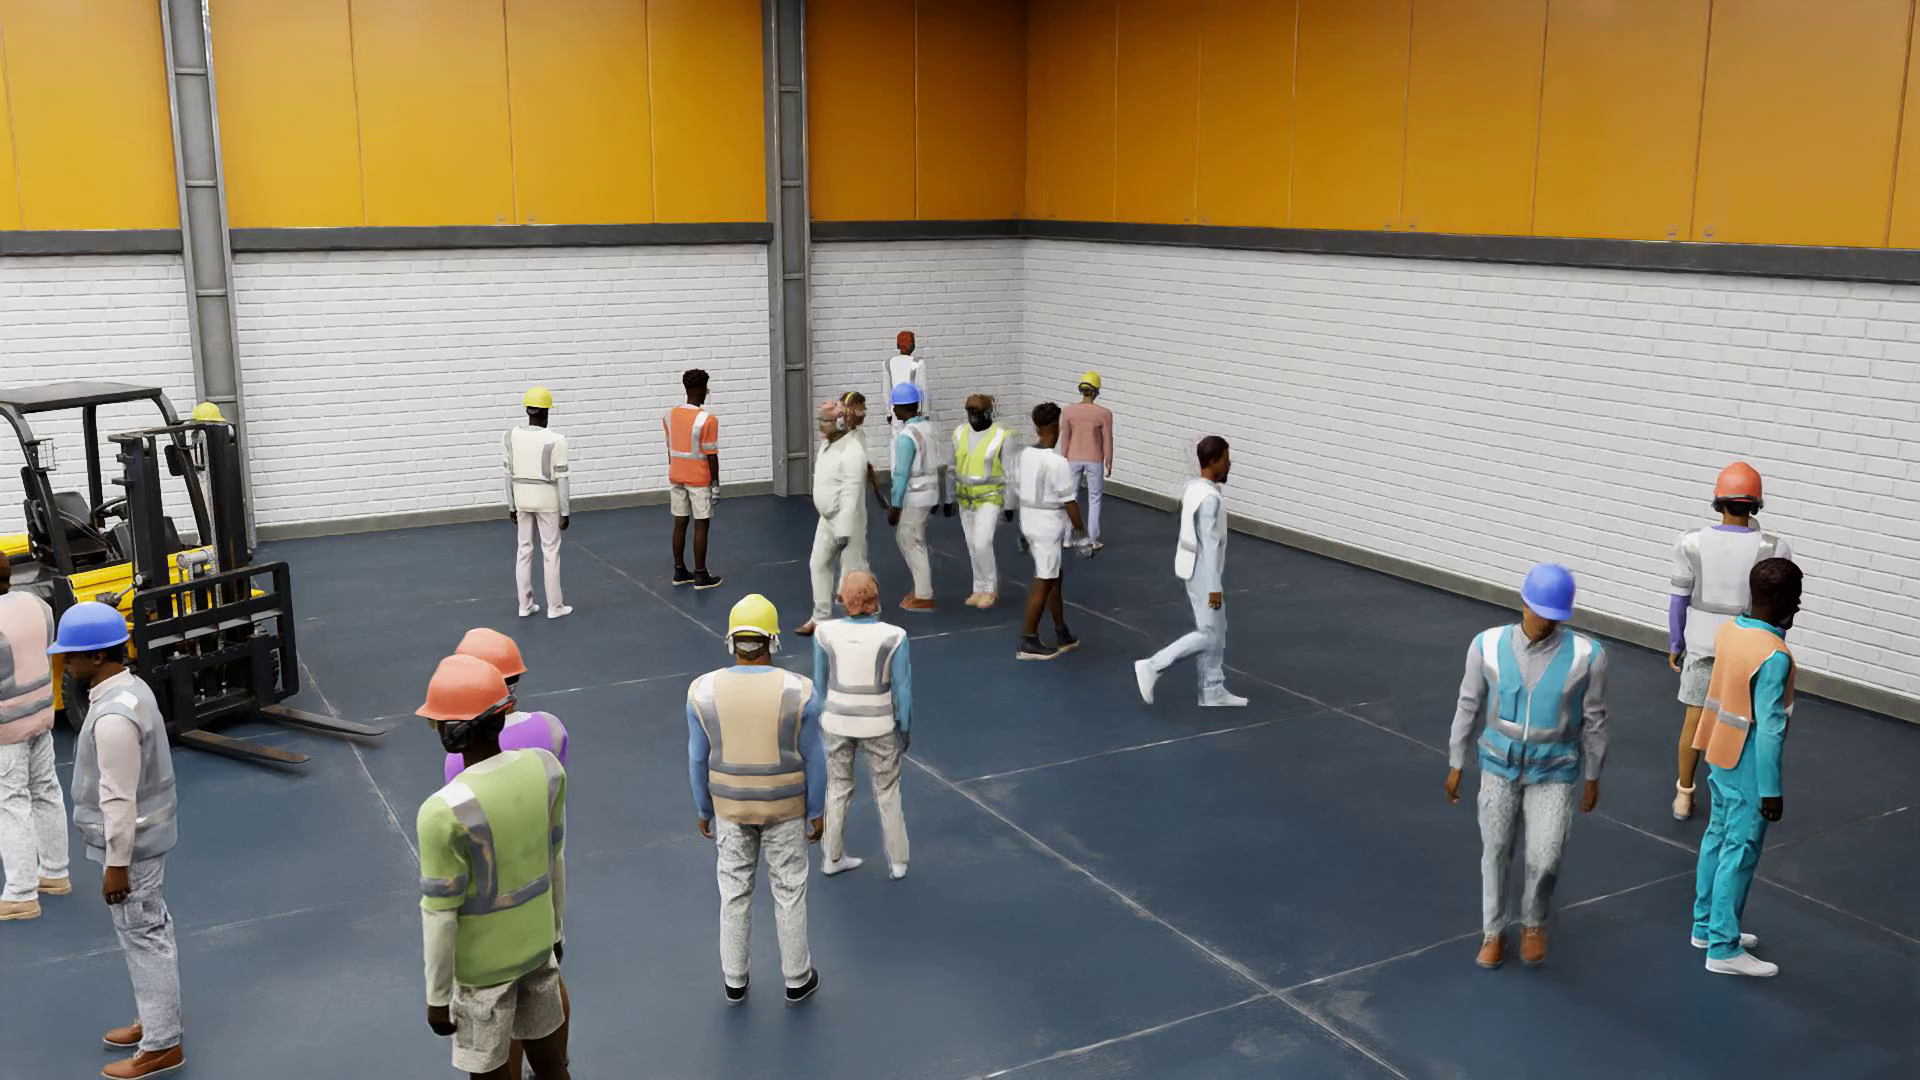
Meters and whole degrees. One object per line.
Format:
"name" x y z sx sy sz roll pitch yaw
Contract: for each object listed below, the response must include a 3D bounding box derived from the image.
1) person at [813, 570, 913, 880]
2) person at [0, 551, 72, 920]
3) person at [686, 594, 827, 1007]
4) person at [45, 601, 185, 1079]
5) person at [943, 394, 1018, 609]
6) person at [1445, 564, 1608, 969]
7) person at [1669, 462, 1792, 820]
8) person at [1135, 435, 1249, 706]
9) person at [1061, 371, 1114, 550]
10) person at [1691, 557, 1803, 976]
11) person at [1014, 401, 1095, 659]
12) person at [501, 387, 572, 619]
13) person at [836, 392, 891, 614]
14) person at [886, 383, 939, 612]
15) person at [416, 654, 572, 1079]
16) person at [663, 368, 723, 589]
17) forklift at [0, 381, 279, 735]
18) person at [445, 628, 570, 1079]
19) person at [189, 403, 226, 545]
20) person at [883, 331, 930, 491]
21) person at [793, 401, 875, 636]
"person" -0.496 0.953 8.470 0.525 1.627 0.343 2 12 8
"person" -4.639 0.929 8.077 0.430 1.845 0.624 1 12 5
"person" -0.859 1.131 7.172 0.586 1.825 0.403 1 12 3
"person" -3.336 1.189 6.642 0.407 1.940 0.600 -5 13 -23
"person" 0.145 -0.321 13.981 0.640 1.823 0.512 10 15 38
"person" 2.521 1.029 7.436 0.668 1.917 0.443 7 14 28
"person" 4.241 0.582 9.218 0.607 2.048 0.365 8 14 33
"person" 1.594 0.231 11.215 0.716 1.900 0.603 1 12 4
"person" 1.243 -0.767 16.245 0.531 1.754 0.342 4 13 19
"person" 3.544 1.013 7.526 0.401 1.911 0.590 1 12 5
"person" 0.702 -0.062 12.484 0.586 1.936 0.714 -5 13 -24
"person" -3.454 -0.300 13.666 0.583 1.919 0.385 3 12 13
"person" -0.852 -0.321 13.948 0.567 1.848 0.573 6 13 24
"person" -0.397 -0.349 13.865 0.476 1.922 0.644 3 12 15
"person" -1.567 1.369 5.568 0.409 2.036 0.608 7 14 28
"person" -2.349 -0.542 14.714 0.598 1.958 0.388 8 14 33
"forklift" -5.853 0.085 11.199 2.313 2.155 1.214 7 14 28
"person" -1.711 1.273 6.255 0.387 1.931 0.543 7 14 31
"person" -6.311 -0.291 14.032 0.322 1.741 0.489 -7 14 -30
"person" -0.613 -1.478 19.265 0.576 1.882 0.355 5 13 24
"person" -0.997 -0.141 12.973 0.769 1.886 0.691 -6 13 -25
